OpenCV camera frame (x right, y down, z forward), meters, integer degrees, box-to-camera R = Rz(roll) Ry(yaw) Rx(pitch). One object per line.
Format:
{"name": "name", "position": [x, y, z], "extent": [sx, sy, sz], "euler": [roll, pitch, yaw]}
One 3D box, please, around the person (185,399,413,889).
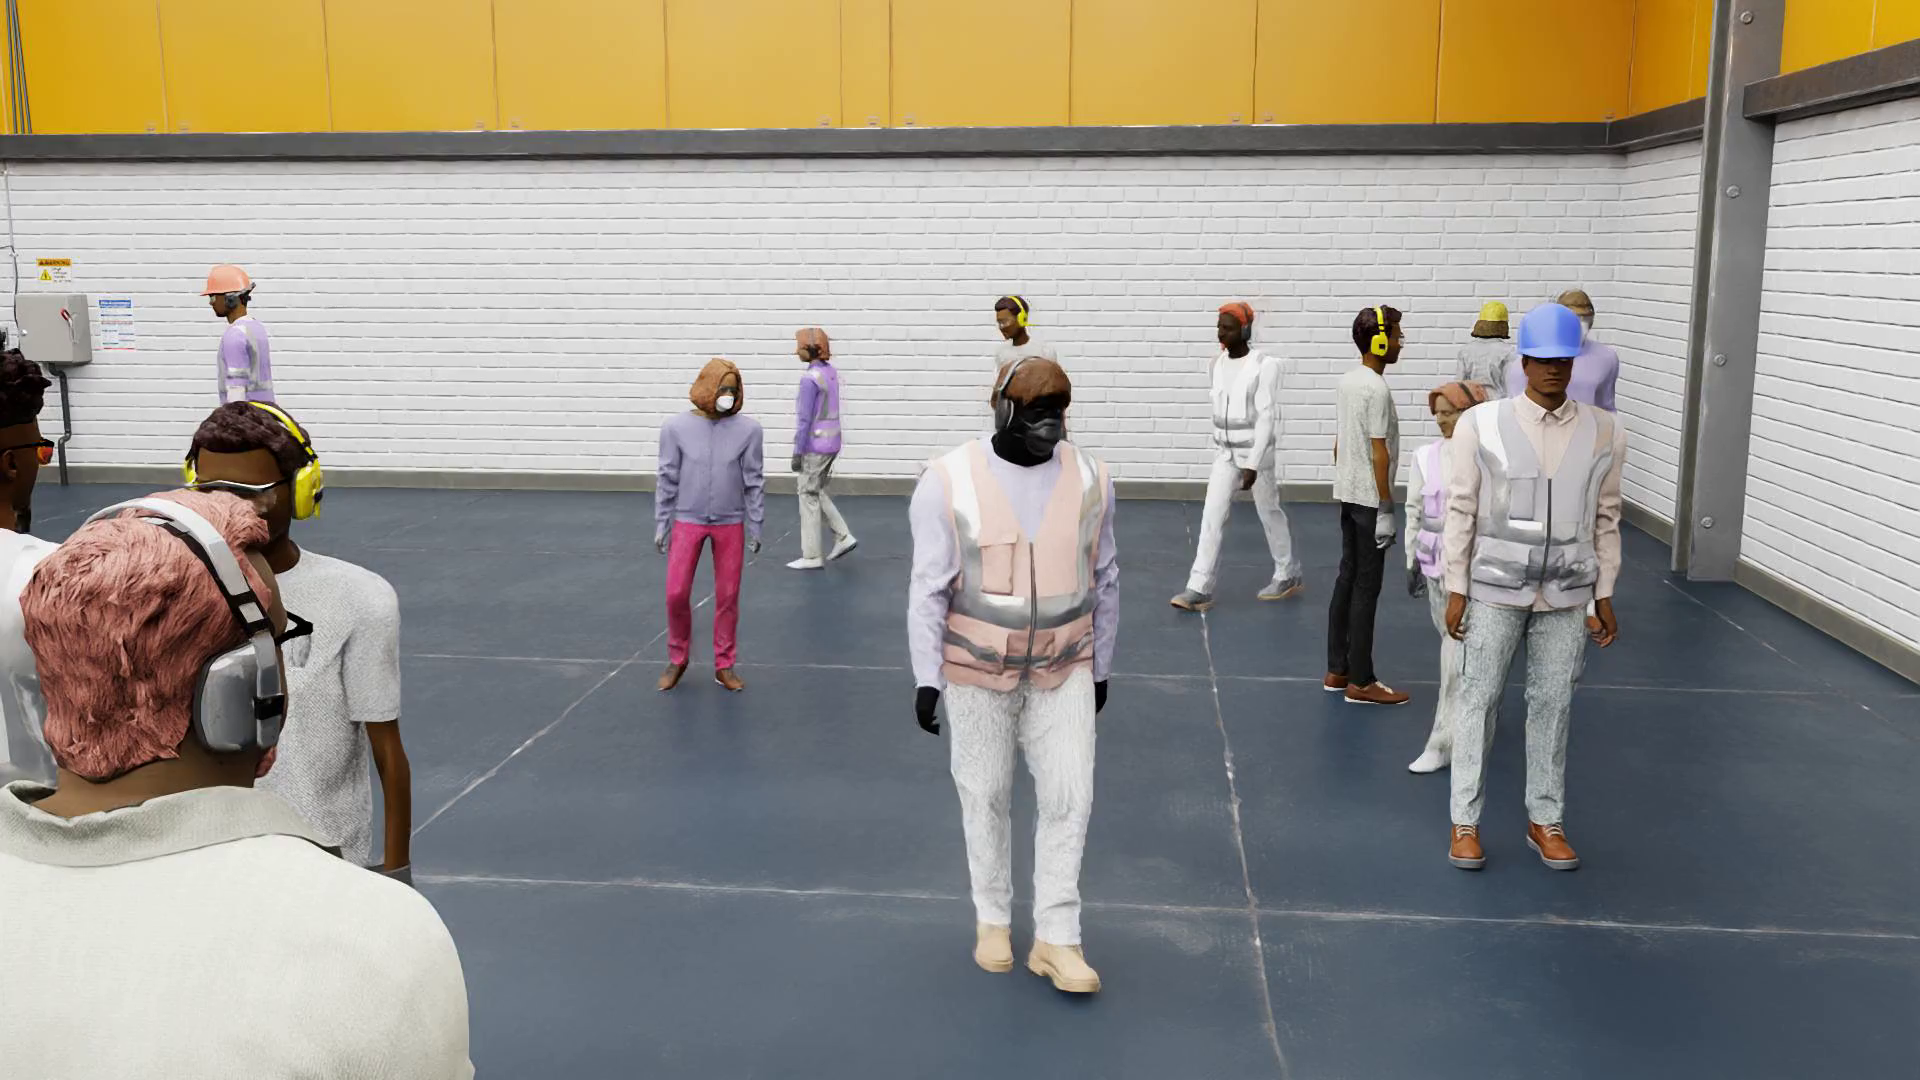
{"name": "person", "position": [-1.300, 0.653, 3.206], "extent": [0.523, 1.860, 0.320], "euler": [2, 10, 11]}

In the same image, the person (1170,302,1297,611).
{"name": "person", "position": [1.687, -0.495, 9.890], "extent": [1.013, 1.830, 0.560], "euler": [-8, 13, -40]}

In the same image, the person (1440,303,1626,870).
{"name": "person", "position": [1.956, 0.169, 5.707], "extent": [0.602, 1.949, 0.393], "euler": [0, 10, 3]}

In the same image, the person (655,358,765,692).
{"name": "person", "position": [-1.196, -0.063, 7.961], "extent": [0.529, 1.620, 0.372], "euler": [-3, 10, -17]}

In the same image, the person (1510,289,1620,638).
{"name": "person", "position": [3.355, -0.408, 9.141], "extent": [0.648, 1.898, 0.922], "euler": [-1, 10, -5]}

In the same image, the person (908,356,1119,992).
{"name": "person", "position": [0.170, 0.393, 4.792], "extent": [0.657, 1.824, 0.592], "euler": [-2, 10, -9]}

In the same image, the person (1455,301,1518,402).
{"name": "person", "position": [3.992, -0.932, 12.602], "extent": [0.492, 1.742, 0.319], "euler": [9, 13, 42]}

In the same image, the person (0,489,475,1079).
{"name": "person", "position": [-0.704, 0.901, 1.635], "extent": [0.639, 1.910, 0.407], "euler": [2, 10, 11]}

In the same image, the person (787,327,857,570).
{"name": "person", "position": [-0.958, -0.599, 11.029], "extent": [0.381, 1.620, 0.535], "euler": [2, 10, 13]}

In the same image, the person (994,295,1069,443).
{"name": "person", "position": [0.513, -0.686, 10.937], "extent": [0.545, 1.836, 0.637], "euler": [9, 14, 43]}

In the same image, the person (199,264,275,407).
{"name": "person", "position": [-4.661, -0.760, 10.806], "extent": [0.400, 2.036, 0.602], "euler": [-1, 10, -8]}

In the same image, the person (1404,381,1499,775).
{"name": "person", "position": [2.120, 0.123, 6.995], "extent": [0.847, 1.592, 0.523], "euler": [-9, 13, -42]}

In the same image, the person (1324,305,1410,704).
{"name": "person", "position": [1.928, -0.166, 7.862], "extent": [0.318, 1.870, 0.548], "euler": [-2, 10, -10]}
